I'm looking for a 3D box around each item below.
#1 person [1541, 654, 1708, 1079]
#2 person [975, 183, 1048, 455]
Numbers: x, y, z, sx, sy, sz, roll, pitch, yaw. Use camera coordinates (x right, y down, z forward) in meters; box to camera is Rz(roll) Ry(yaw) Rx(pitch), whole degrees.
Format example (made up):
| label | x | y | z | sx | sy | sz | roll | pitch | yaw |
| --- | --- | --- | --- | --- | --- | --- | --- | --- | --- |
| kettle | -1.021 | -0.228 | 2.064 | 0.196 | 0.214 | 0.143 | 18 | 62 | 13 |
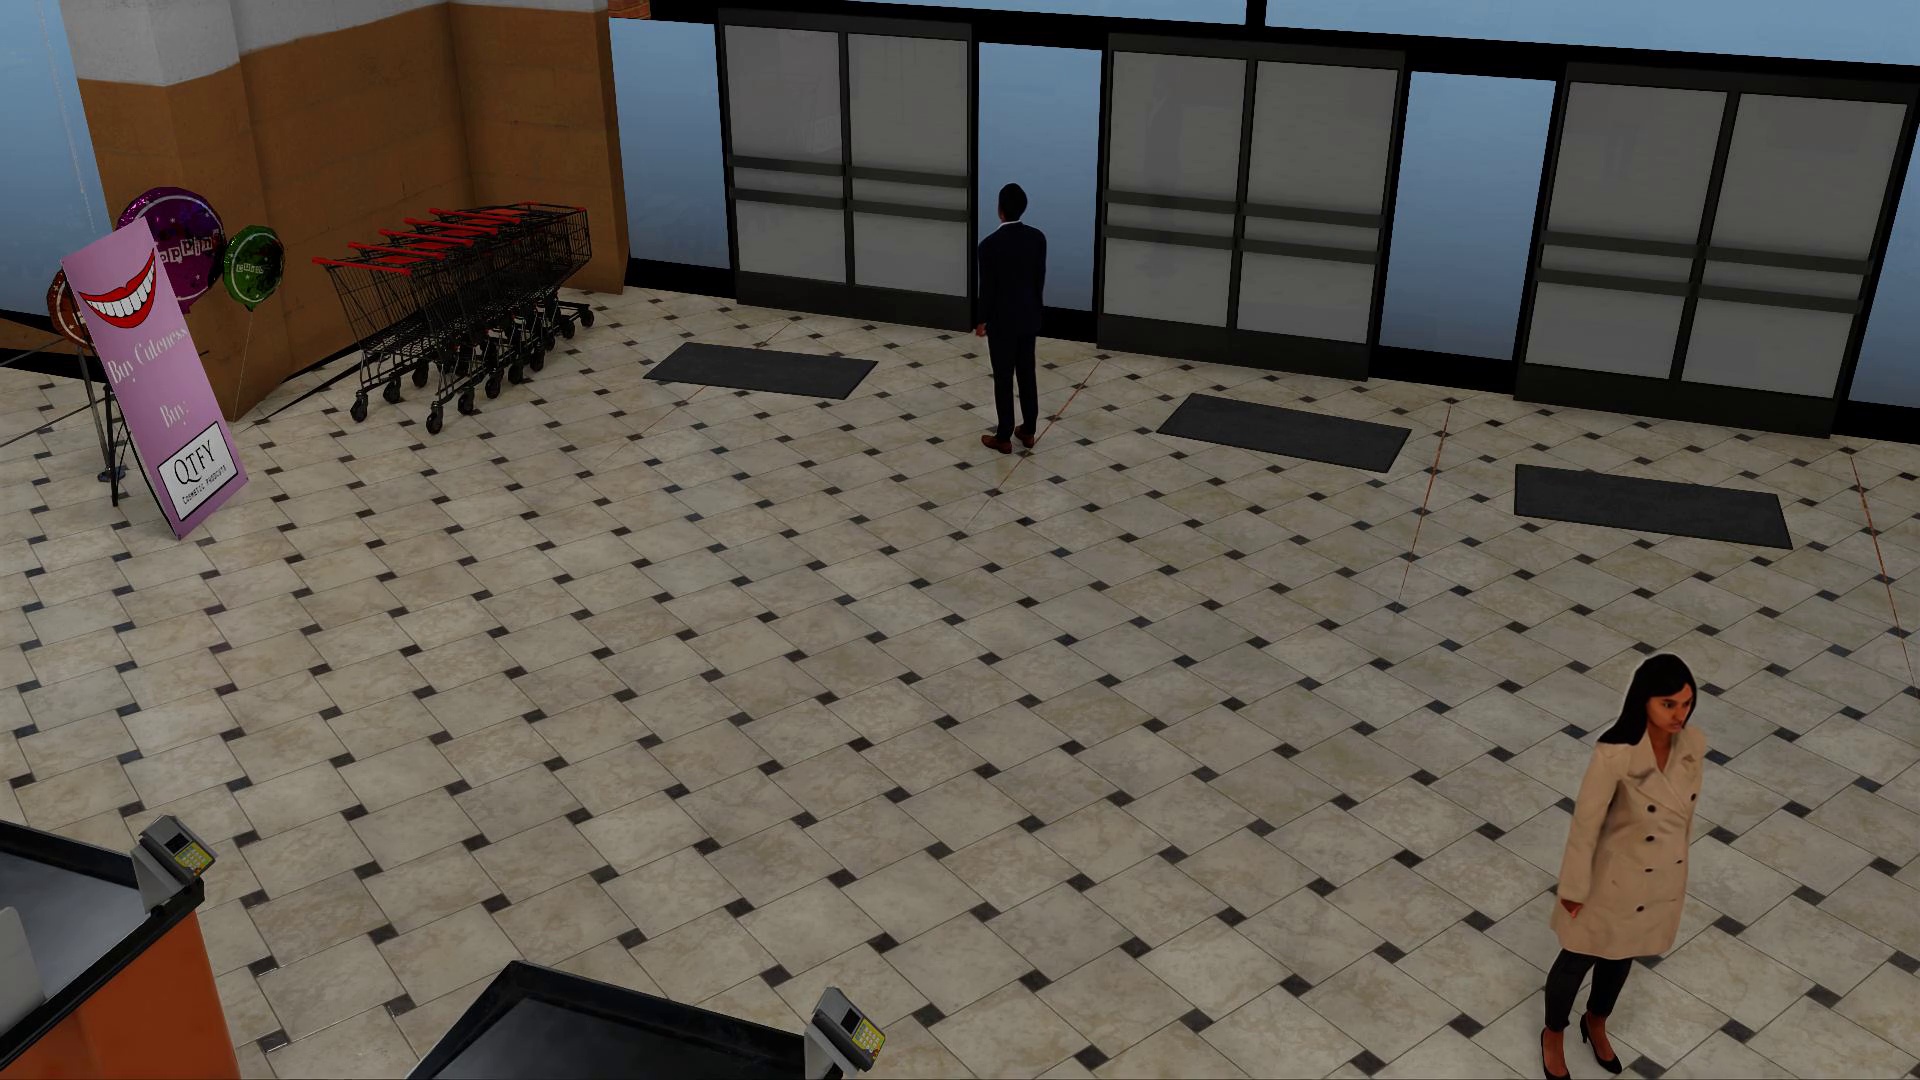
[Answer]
| label | x | y | z | sx | sy | sz | roll | pitch | yaw |
| --- | --- | --- | --- | --- | --- | --- | --- | --- | --- |
| person | 2.217 | 1.120 | 5.568 | 0.721 | 1.681 | 0.743 | -8 | 28 | -16 |
| person | 0.331 | -1.379 | 10.447 | 0.694 | 1.727 | 0.768 | -14 | 30 | -25 |
